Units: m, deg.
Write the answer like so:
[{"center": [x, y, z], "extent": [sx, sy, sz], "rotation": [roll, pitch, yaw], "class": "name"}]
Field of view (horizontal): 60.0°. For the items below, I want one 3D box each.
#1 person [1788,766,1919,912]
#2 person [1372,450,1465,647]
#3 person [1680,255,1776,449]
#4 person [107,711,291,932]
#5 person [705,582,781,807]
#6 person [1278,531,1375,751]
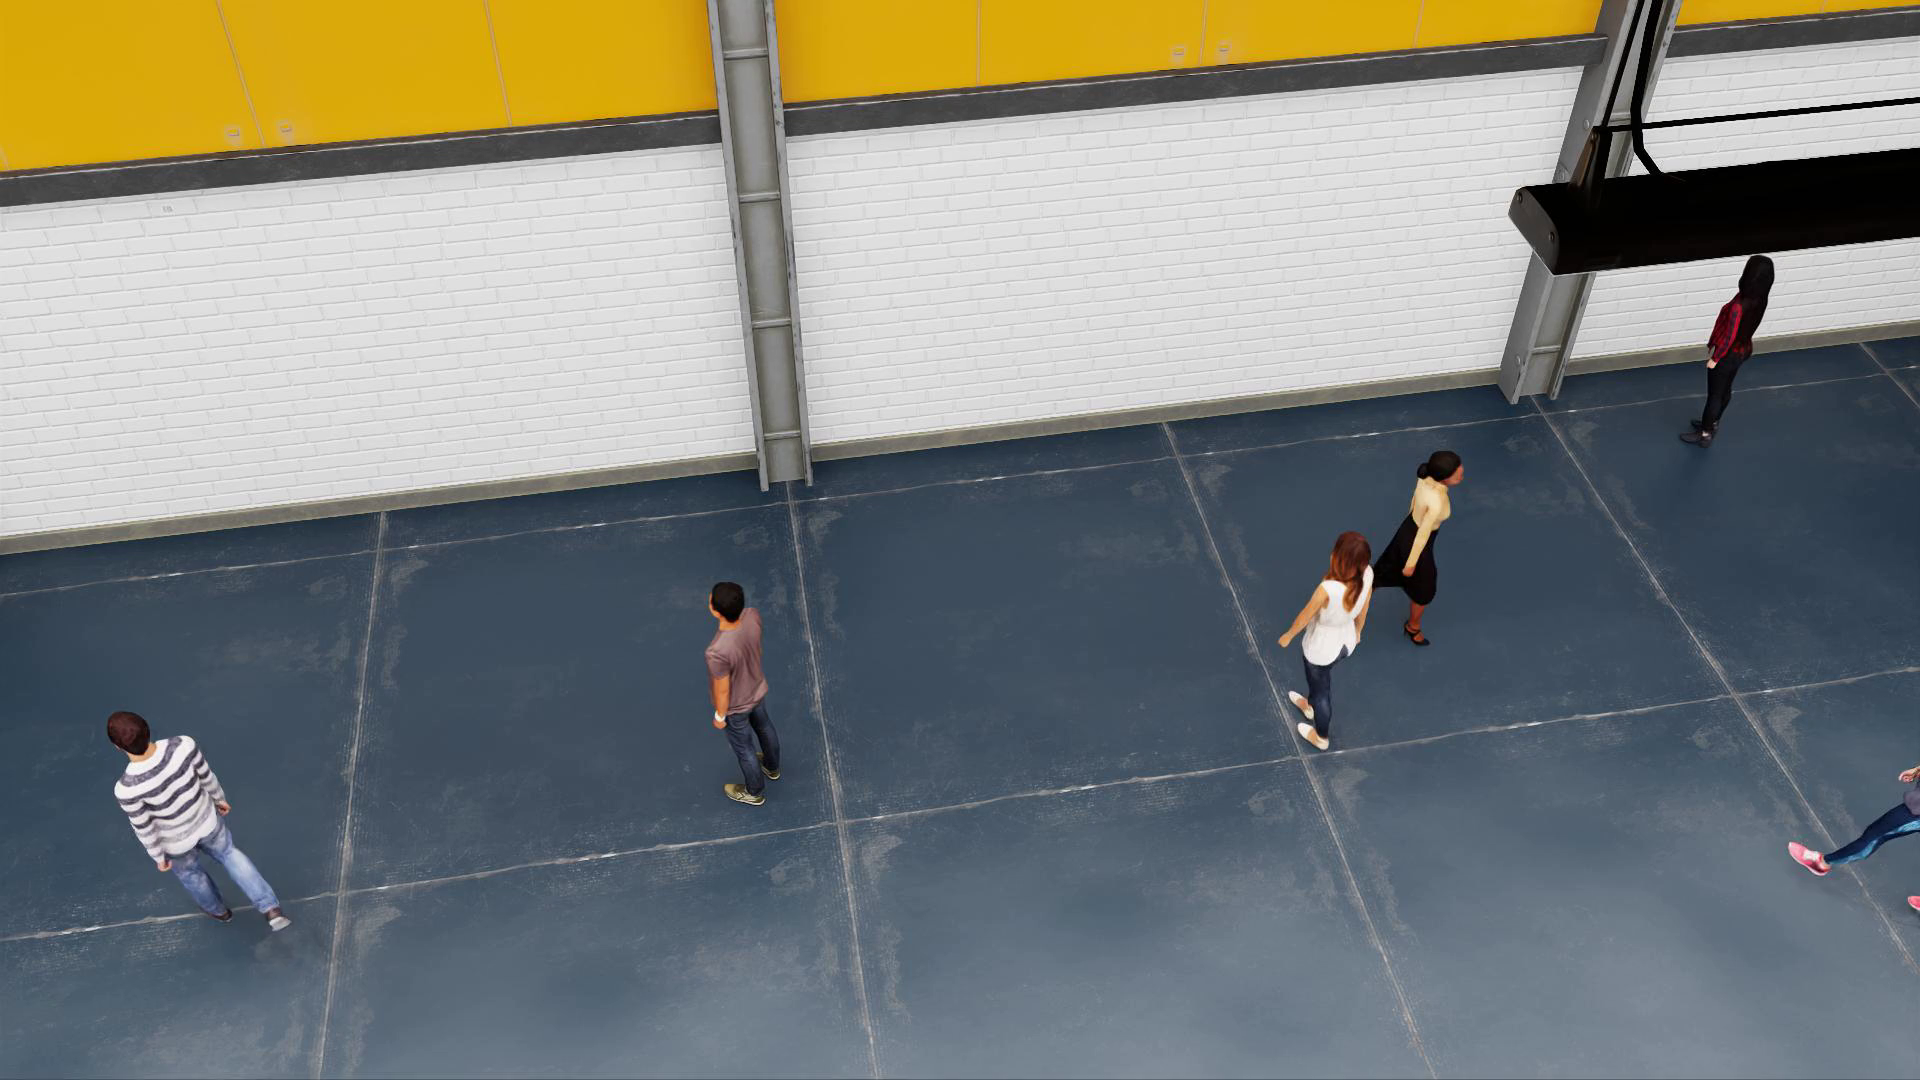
[{"center": [5.551, 1.557, 9.317], "extent": [1.143, 1.666, 1.123], "rotation": [28, 50, 26], "class": "person"}, {"center": [2.926, 0.031, 10.950], "extent": [0.777, 1.623, 0.666], "rotation": [-4, 44, -4], "class": "person"}, {"center": [5.773, -1.403, 12.431], "extent": [0.721, 1.656, 0.628], "rotation": [34, 53, 31], "class": "person"}, {"center": [-4.184, 1.616, 9.137], "extent": [1.071, 1.828, 1.024], "rotation": [27, 50, 26], "class": "person"}, {"center": [-1.296, 0.911, 9.914], "extent": [0.743, 1.778, 0.708], "rotation": [20, 47, 20], "class": "person"}, {"center": [2.307, 0.685, 10.157], "extent": [0.770, 1.770, 0.815], "rotation": [-26, 49, -24], "class": "person"}]
